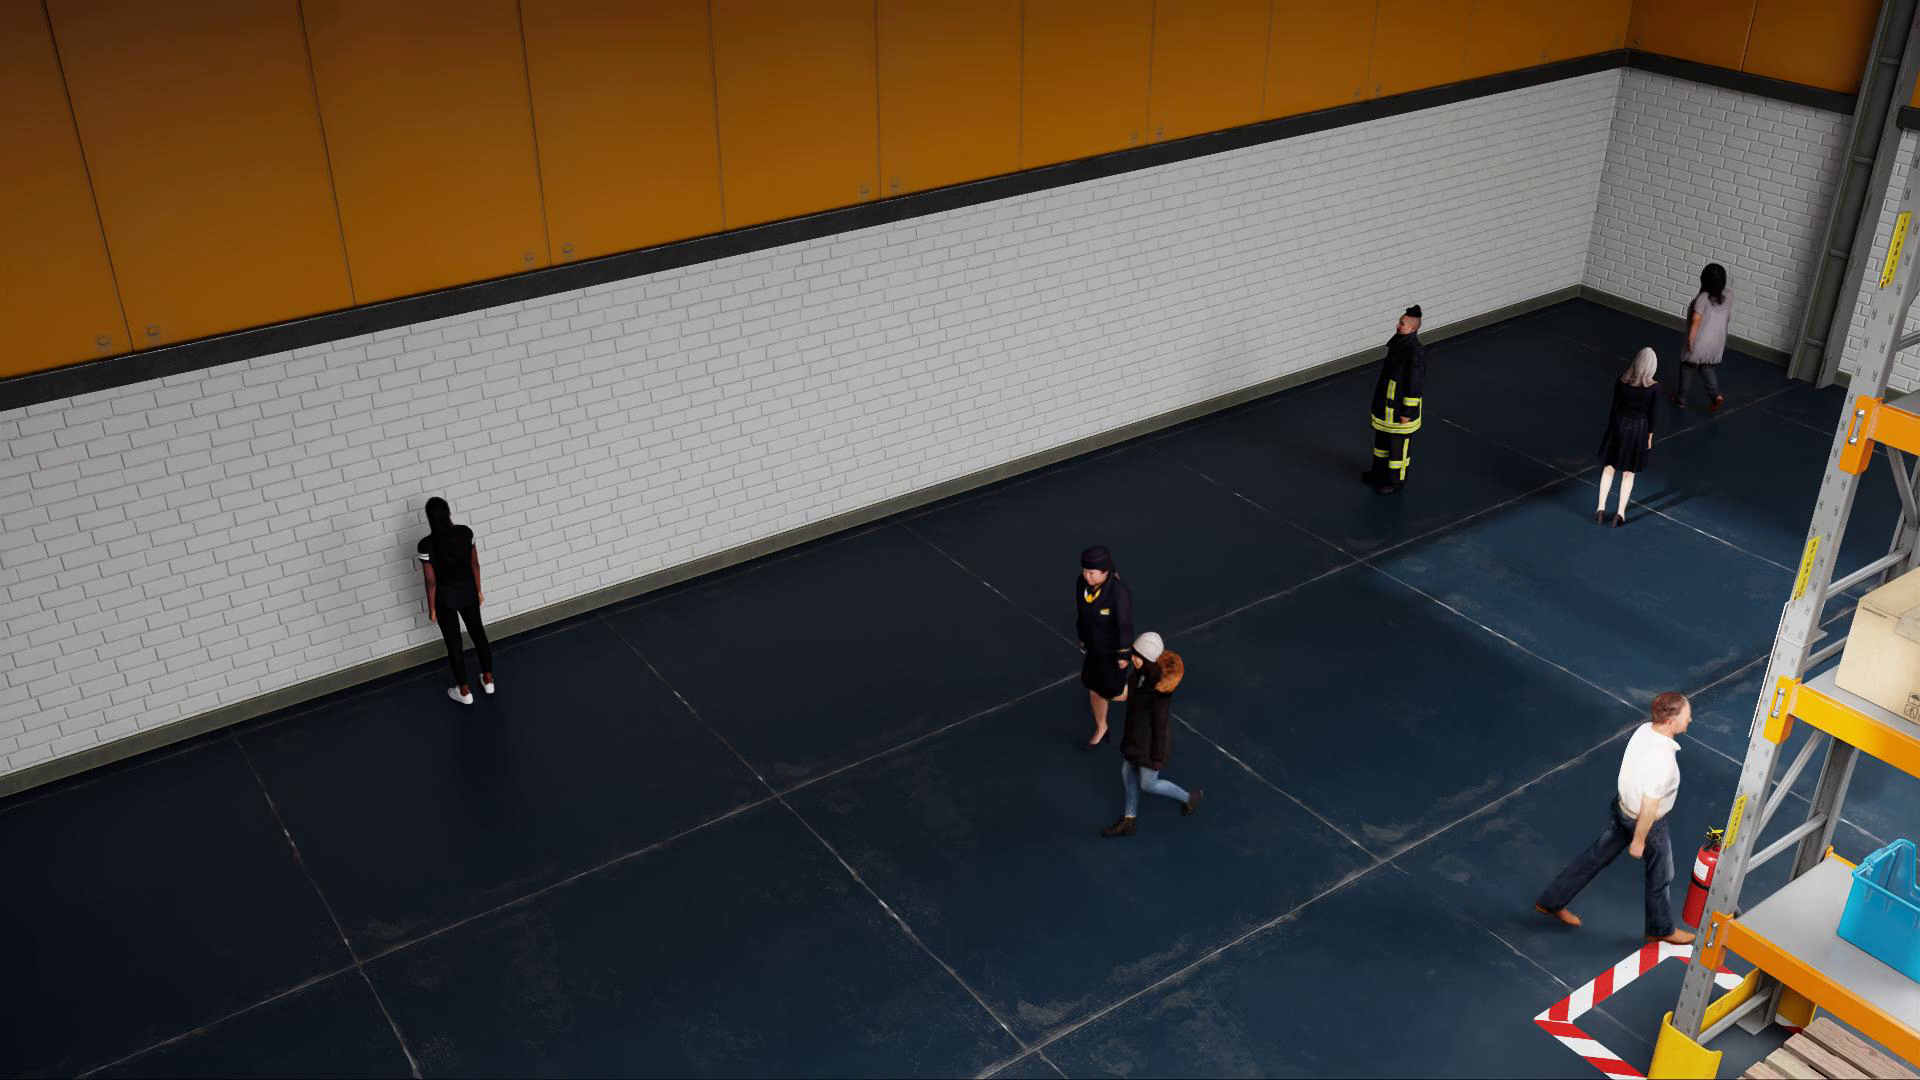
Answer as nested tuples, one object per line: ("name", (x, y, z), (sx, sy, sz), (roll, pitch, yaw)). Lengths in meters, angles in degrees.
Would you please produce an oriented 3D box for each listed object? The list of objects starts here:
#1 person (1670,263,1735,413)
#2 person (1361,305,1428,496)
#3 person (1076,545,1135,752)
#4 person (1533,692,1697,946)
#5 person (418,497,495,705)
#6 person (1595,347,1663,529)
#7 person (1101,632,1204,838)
("person", (7.850, -2.083, 17.434), (0.816, 1.590, 0.967), (-6, 29, -12))
("person", (4.172, -1.350, 15.811), (0.913, 1.860, 0.780), (-6, 29, -11))
("person", (1.128, 0.775, 12.138), (0.810, 1.645, 0.799), (-24, 37, -37))
("person", (4.064, 1.713, 10.247), (1.267, 1.809, 1.209), (5, 29, 9))
("person", (-3.837, 0.443, 12.657), (0.629, 1.731, 0.586), (-24, 37, -36))
("person", (6.095, -0.938, 15.174), (0.638, 1.745, 0.749), (15, 32, 26))
("person", (1.328, 1.325, 11.163), (0.853, 1.612, 0.953), (-8, 30, -15))
